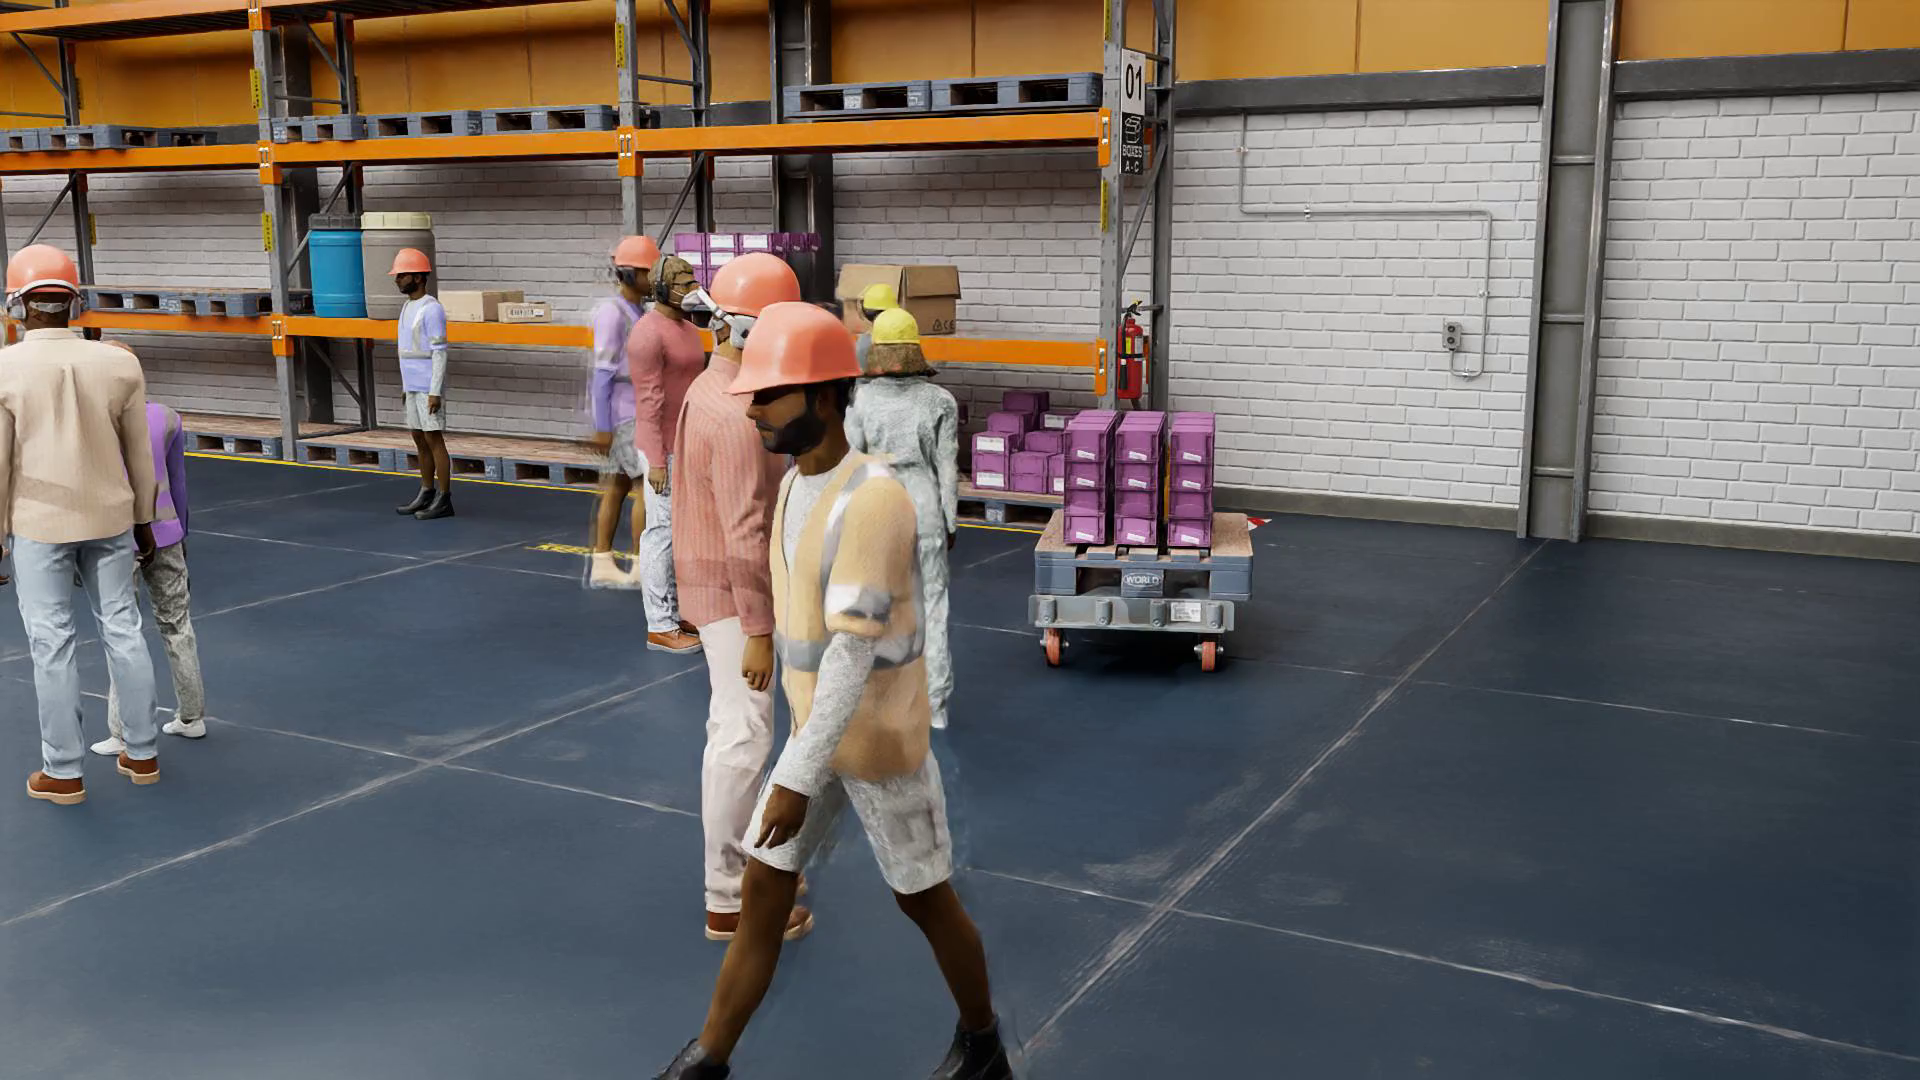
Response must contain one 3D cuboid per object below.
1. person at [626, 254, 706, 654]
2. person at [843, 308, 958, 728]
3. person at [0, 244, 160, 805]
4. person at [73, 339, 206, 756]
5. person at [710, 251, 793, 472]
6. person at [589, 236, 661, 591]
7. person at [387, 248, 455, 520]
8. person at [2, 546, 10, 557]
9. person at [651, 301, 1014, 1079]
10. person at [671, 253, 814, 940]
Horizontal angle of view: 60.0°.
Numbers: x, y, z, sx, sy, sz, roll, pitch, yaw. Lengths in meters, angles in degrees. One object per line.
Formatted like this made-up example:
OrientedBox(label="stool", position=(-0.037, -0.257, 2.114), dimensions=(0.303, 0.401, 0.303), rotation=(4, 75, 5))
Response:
OrientedBox(label="person", position=(-1.404, -0.425, 8.181), dimensions=(0.372, 1.940, 0.629), rotation=(2, 11, 10))
OrientedBox(label="person", position=(-0.251, -0.079, 6.853), dimensions=(0.487, 1.737, 0.323), rotation=(-1, 10, -7))
OrientedBox(label="person", position=(-3.216, -0.054, 5.994), dimensions=(0.396, 1.992, 0.622), rotation=(9, 13, 39))
OrientedBox(label="person", position=(-3.251, 0.032, 6.534), dimensions=(0.317, 1.630, 0.513), rotation=(6, 12, 29))
OrientedBox(label="person", position=(-1.192, -0.750, 9.965), dimensions=(0.629, 1.939, 0.371), rotation=(3, 11, 14))
OrientedBox(label="person", position=(-1.825, -0.694, 9.434), dimensions=(0.743, 2.015, 0.649), rotation=(1, 10, 6))
OrientedBox(label="person", position=(-3.889, -1.115, 11.969), dimensions=(0.356, 1.937, 0.552), rotation=(-9, 14, -41))
OrientedBox(label="person", position=(-6.211, -0.782, 10.290), dimensions=(0.345, 1.882, 0.584), rotation=(-1, 10, -6))
OrientedBox(label="person", position=(-0.306, 0.432, 3.637), dimensions=(1.012, 1.876, 0.558), rotation=(-7, 12, -32))
OrientedBox(label="person", position=(-0.611, 0.179, 4.778), dimensions=(0.411, 1.979, 0.625), rotation=(-3, 11, -15))
